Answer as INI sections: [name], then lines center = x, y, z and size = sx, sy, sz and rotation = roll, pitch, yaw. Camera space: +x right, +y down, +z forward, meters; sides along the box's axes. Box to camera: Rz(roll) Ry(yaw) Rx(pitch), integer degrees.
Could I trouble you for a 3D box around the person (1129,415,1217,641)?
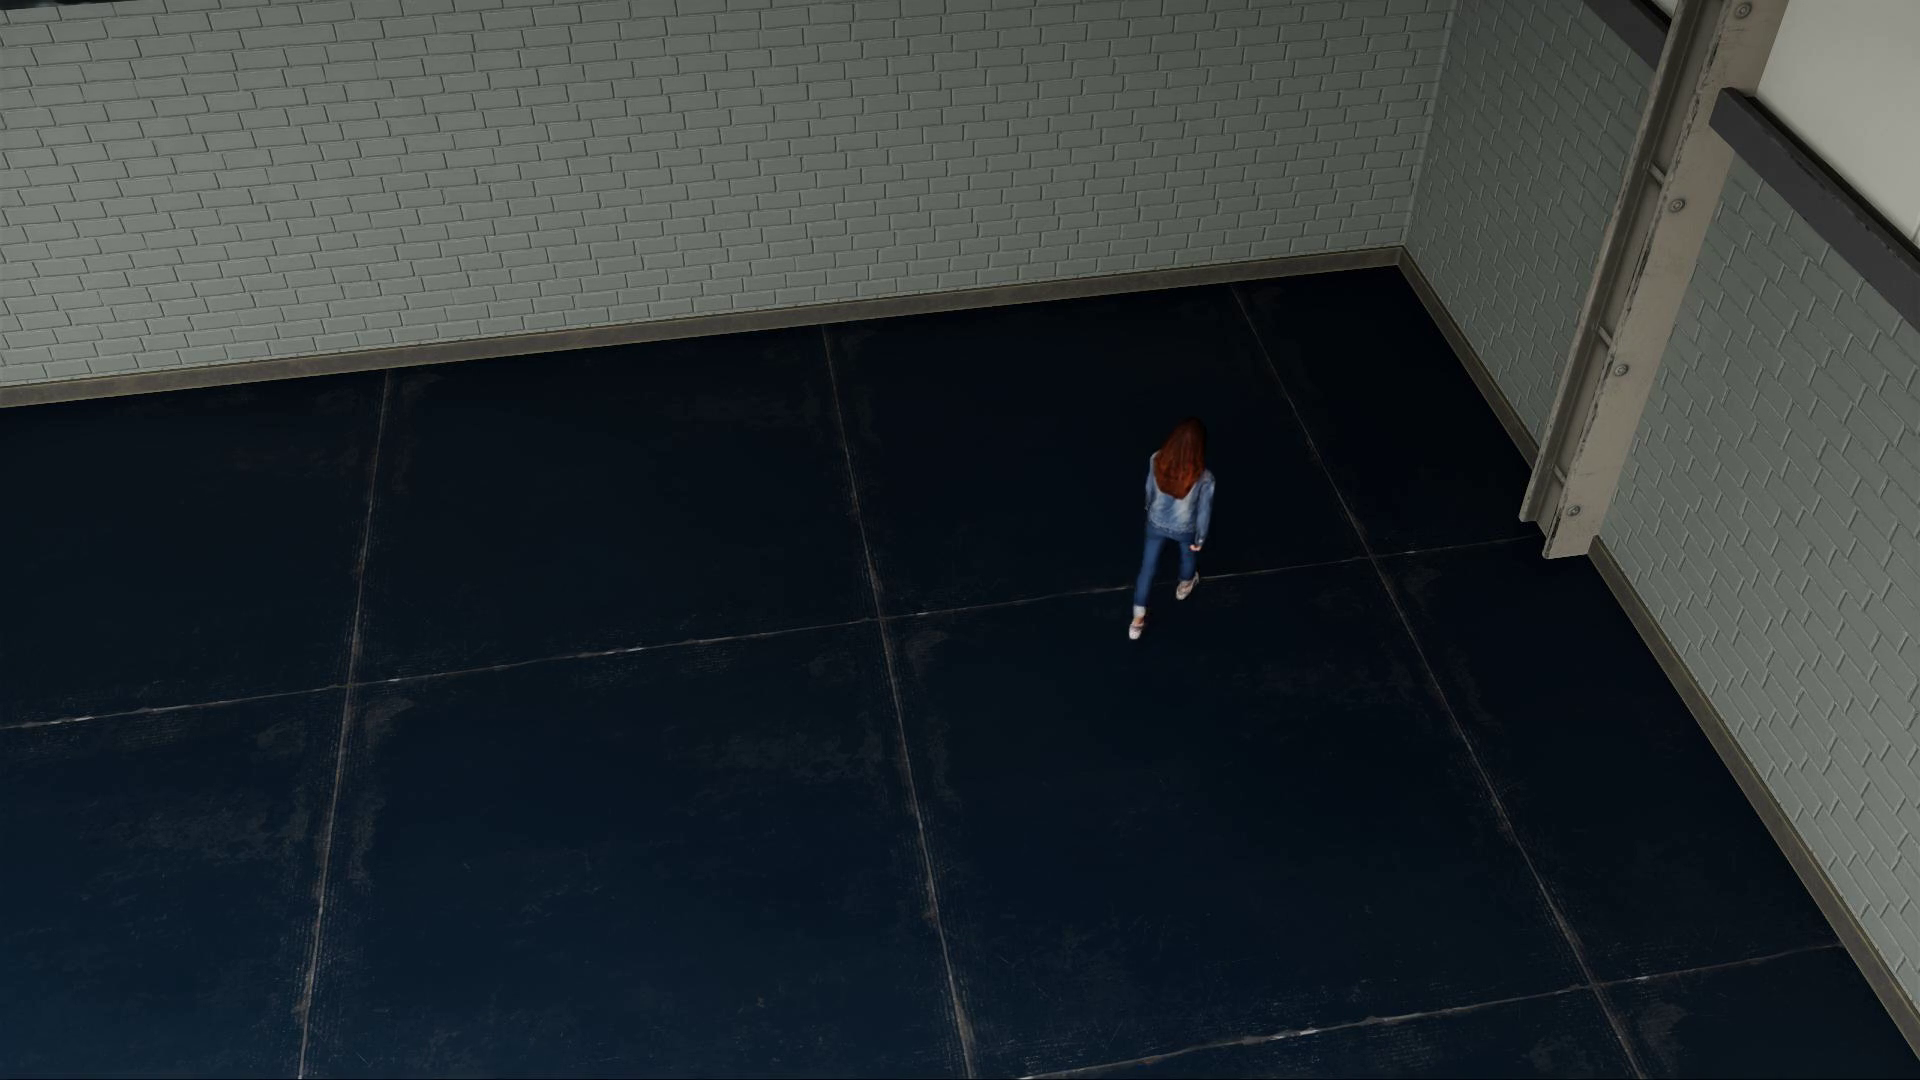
[person]
center = 1.138, -0.062, 9.165
size = 0.890, 1.457, 1.035
rotation = 17, 46, 18
